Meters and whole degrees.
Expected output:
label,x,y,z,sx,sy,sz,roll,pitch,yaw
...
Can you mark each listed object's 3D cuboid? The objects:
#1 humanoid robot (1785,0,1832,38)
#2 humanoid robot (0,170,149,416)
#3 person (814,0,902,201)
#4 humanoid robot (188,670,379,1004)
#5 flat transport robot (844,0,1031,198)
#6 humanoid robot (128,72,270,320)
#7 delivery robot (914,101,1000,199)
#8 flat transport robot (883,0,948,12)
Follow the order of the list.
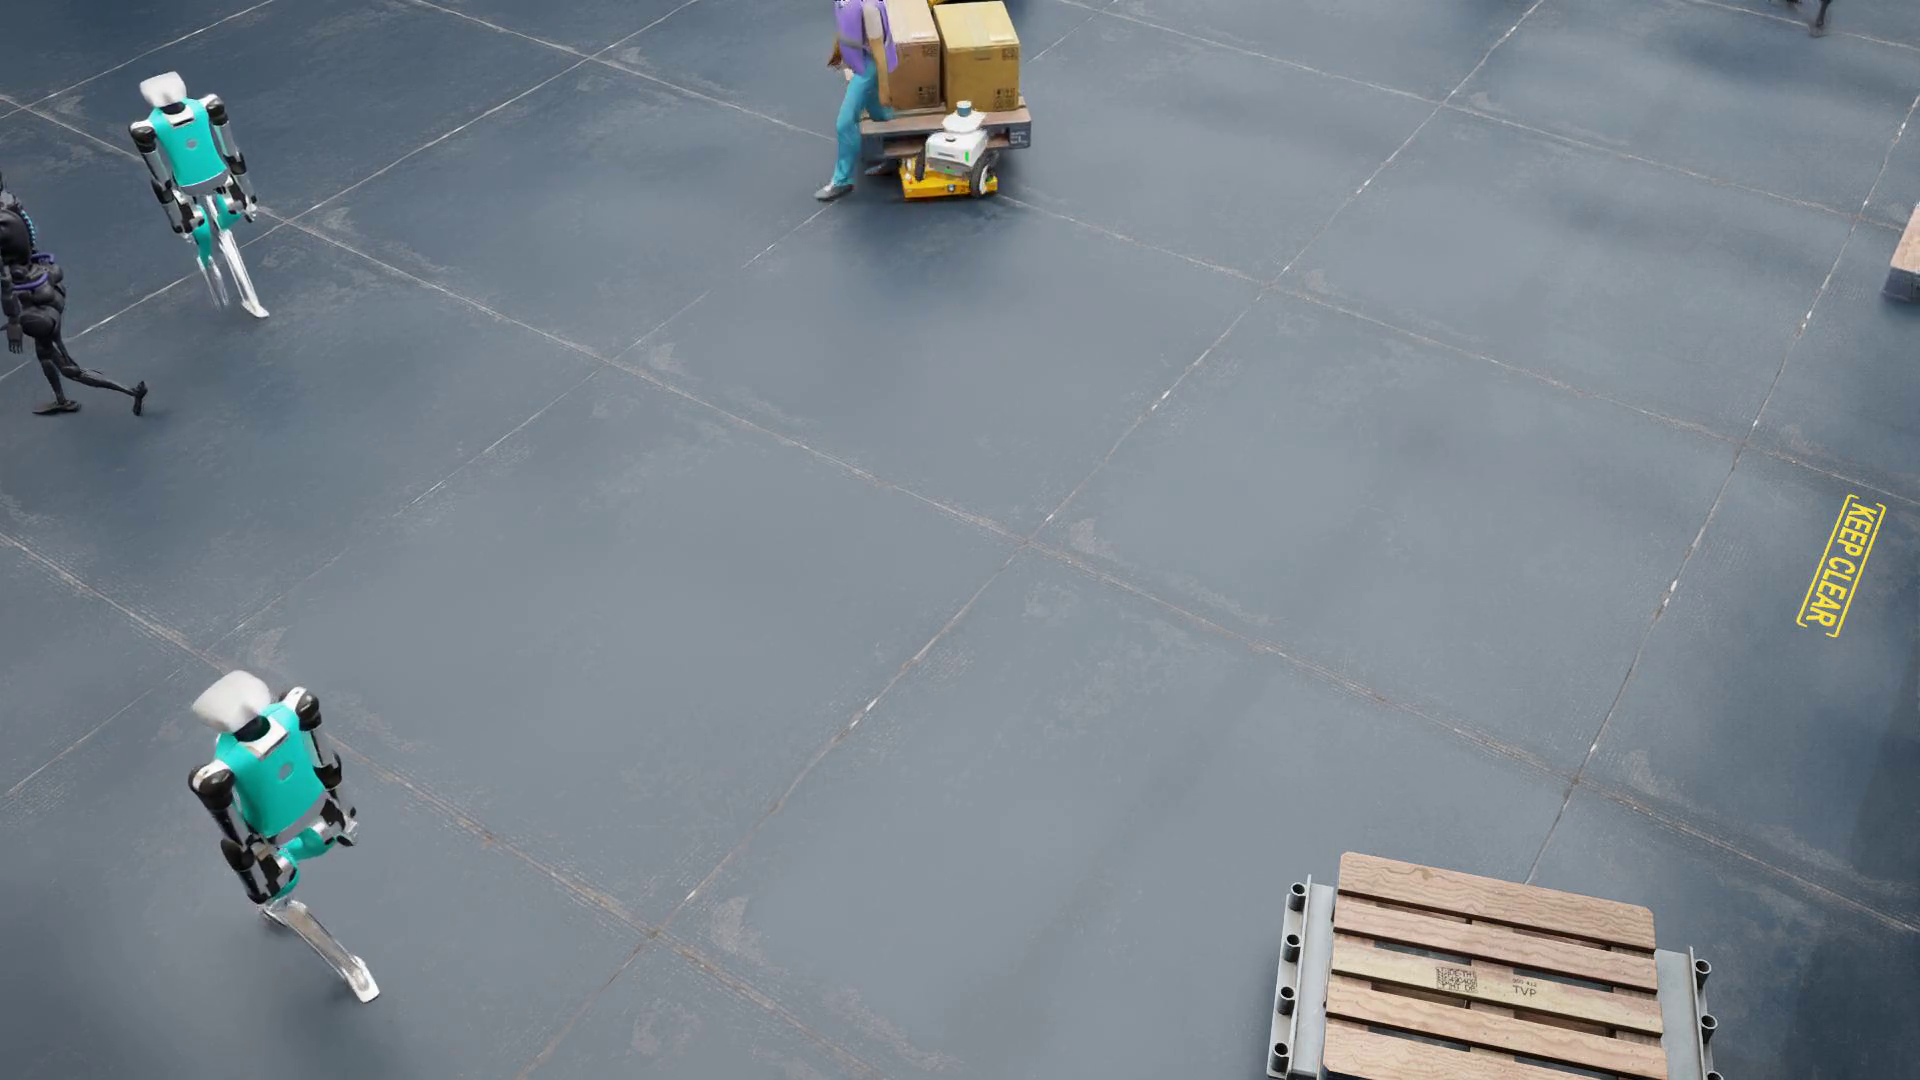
label,x,y,z,sx,sy,sz,roll,pitch,yaw
humanoid robot,6.987,-4.896,13.235,0.605,1.617,0.675,13,43,14
humanoid robot,-5.093,-1.373,9.282,0.701,1.642,0.590,-7,42,-7
person,-0.719,-3.155,11.160,0.849,1.794,0.702,-14,44,-15
humanoid robot,-2.757,1.121,6.477,0.829,1.840,0.545,20,46,21
flat transport robot,-0.171,-2.931,12.059,0.659,0.231,1.431,-6,42,-7
humanoid robot,-4.541,-1.982,9.981,0.570,1.898,0.759,-29,49,-28
delivery robot,0.019,-2.770,11.672,0.499,0.606,0.794,14,44,15
flat transport robot,-0.100,-4.880,14.240,0.659,0.231,1.431,31,50,30
